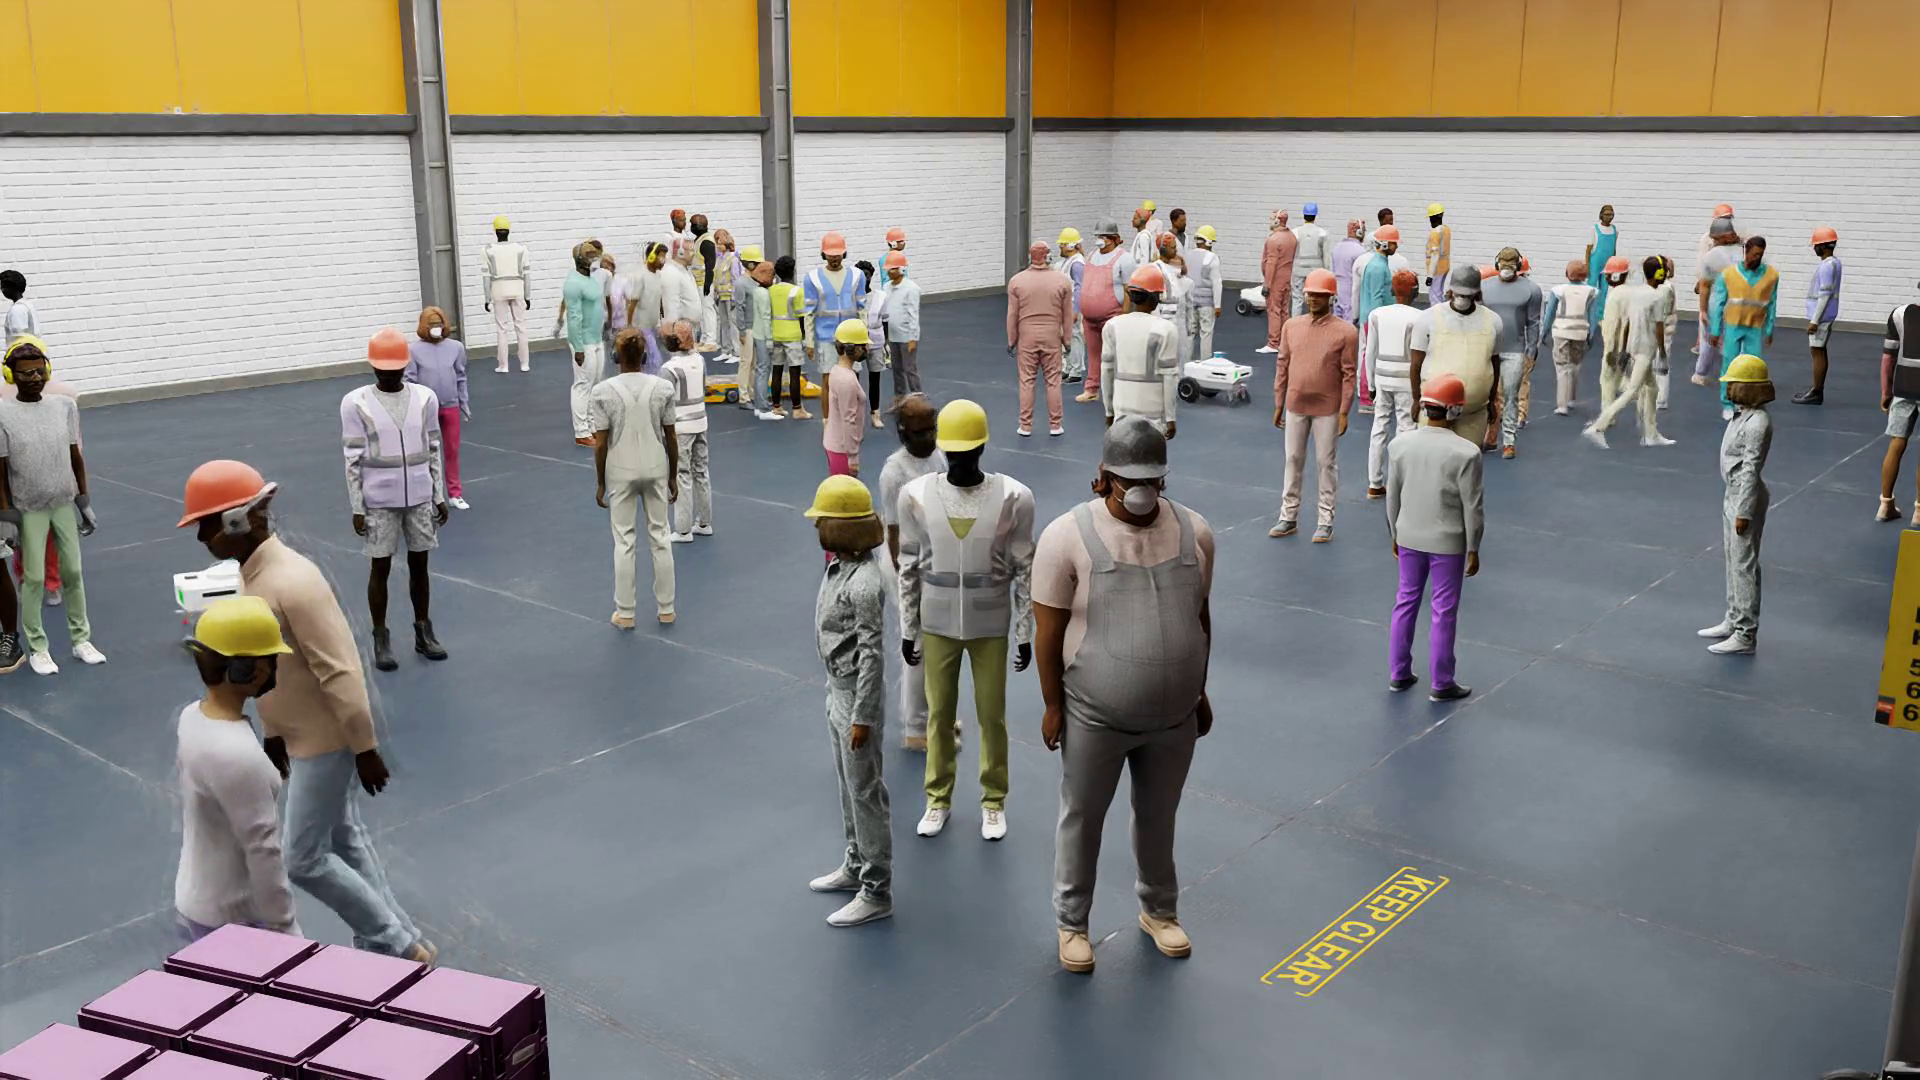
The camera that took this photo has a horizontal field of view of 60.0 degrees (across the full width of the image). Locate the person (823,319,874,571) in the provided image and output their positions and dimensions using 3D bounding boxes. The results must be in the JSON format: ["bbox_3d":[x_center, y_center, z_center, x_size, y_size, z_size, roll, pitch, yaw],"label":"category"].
[{"bbox_3d":[-0.741,-0.603,11.165,0.349,1.758,0.521,-3,14,-11],"label":"person"}]

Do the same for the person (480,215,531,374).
[{"bbox_3d":[-5.563,-3.007,20.421,0.586,1.928,0.365,-7,16,-26],"label":"person"}]

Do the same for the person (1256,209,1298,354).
[{"bbox_3d":[4.225,-3.456,22.248,0.411,1.913,0.643,10,17,36],"label":"person"}]

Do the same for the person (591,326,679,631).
[{"bbox_3d":[-1.947,-0.364,10.024,0.506,1.846,0.344,-5,15,-20],"label":"person"}]

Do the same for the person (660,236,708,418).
[{"bbox_3d":[-2.823,-2.154,17.064,0.417,1.893,0.680,1,14,3],"label":"person"}]

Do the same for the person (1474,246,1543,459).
[{"bbox_3d":[4.959,-1.714,15.234,0.635,1.935,0.361,6,15,21],"label":"person"}]

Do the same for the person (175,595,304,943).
[{"bbox_3d":[-2.023,1.025,4.671,0.446,1.743,0.561,-9,16,-31],"label":"person"}]

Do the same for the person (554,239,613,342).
[{"bbox_3d":[-4.031,-2.341,17.988,0.606,1.817,0.964,0,14,1],"label":"person"}]

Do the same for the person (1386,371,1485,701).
[{"bbox_3d":[2.521,-0.019,8.824,0.321,1.754,0.563,-13,19,-42],"label":"person"}]

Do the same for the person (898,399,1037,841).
[{"bbox_3d":[0.027,0.351,7.030,0.589,1.918,0.401,2,14,8],"label":"person"}]

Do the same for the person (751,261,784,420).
[{"bbox_3d":[-2.020,-2.074,17.285,0.279,1.633,0.499,-4,15,-15],"label":"person"}]

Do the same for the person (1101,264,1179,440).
[{"bbox_3d":[1.302,-0.947,11.950,0.609,2.044,0.394,11,18,36],"label":"person"}]

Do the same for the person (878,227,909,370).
[{"bbox_3d":[-0.801,-3.019,20.810,0.318,1.756,0.559,6,15,23],"label":"person"}]

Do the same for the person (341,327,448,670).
[{"bbox_3d":[-3.142,-0.233,9.336,0.549,1.926,0.384,-10,17,-36],"label":"person"}]

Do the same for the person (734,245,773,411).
[{"bbox_3d":[-2.220,-2.271,17.826,0.329,1.760,0.520,5,15,20],"label":"person"}]

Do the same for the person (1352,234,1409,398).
[{"bbox_3d":[4.677,-2.511,18.484,0.637,1.907,0.406,7,16,27],"label":"person"}]

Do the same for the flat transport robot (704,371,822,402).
[{"bbox_3d":[-2.332,-1.728,18.668,1.431,0.197,0.652,-6,15,-23],"label":"flat transport robot"}]

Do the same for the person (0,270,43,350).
[{"bbox_3d":[-8.797,-1.698,15.682,0.320,1.686,0.539,-5,15,-21],"label":"person"}]

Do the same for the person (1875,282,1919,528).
[{"bbox_3d":[7.315,-1.118,12.627,0.356,2.047,0.615,-10,17,-35],"label":"person"}]

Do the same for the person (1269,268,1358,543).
[{"bbox_3d":[2.585,-0.982,12.187,0.611,1.997,0.375,9,17,31],"label":"person"}]

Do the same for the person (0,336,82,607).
[{"bbox_3d":[-5.799,-0.420,10.464,0.555,1.732,0.440,-9,16,-31],"label":"person"}]

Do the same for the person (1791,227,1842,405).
[{"bbox_3d":[9.368,-2.441,18.160,0.375,1.927,0.543,10,17,34],"label":"person"}]

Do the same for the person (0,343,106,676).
[{"bbox_3d":[-5.087,-0.173,9.244,0.331,1.861,0.495,10,17,34],"label":"person"}]

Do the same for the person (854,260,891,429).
[{"bbox_3d":[-0.951,-1.943,16.636,0.540,1.695,0.317,-4,15,-16],"label":"person"}]

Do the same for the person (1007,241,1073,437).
[{"bbox_3d":[0.778,-1.961,16.287,0.652,1.904,0.402,0,14,-1],"label":"person"}]

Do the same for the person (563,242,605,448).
[{"bbox_3d":[-3.529,-1.848,15.764,0.357,1.938,0.637,2,14,6],"label":"person"}]

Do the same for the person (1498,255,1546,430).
[{"bbox_3d":[5.546,-1.980,16.682,0.340,1.741,0.574,-13,19,-41],"label":"person"}]

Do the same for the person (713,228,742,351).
[{"bbox_3d":[-3.191,-3.379,22.490,0.513,1.640,0.307,3,14,11],"label":"person"}]

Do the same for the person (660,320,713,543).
[{"bbox_3d":[-2.012,-0.789,12.162,0.313,1.634,0.514,6,15,24],"label":"person"}]

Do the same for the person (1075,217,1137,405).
[{"bbox_3d":[1.553,-2.483,18.096,0.535,2.000,0.674,-13,19,-43],"label":"person"}]

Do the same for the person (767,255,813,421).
[{"bbox_3d":[-1.787,-2.079,17.174,0.533,1.699,0.322,9,17,32],"label":"person"}]

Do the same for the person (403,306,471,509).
[{"bbox_3d":[-4.109,-1.025,13.095,0.507,1.631,0.267,-10,17,-35],"label":"person"}]

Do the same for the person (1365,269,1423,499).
[{"bbox_3d":[3.542,-1.235,13.426,0.351,1.884,0.581,-13,19,-43],"label":"person"}]
